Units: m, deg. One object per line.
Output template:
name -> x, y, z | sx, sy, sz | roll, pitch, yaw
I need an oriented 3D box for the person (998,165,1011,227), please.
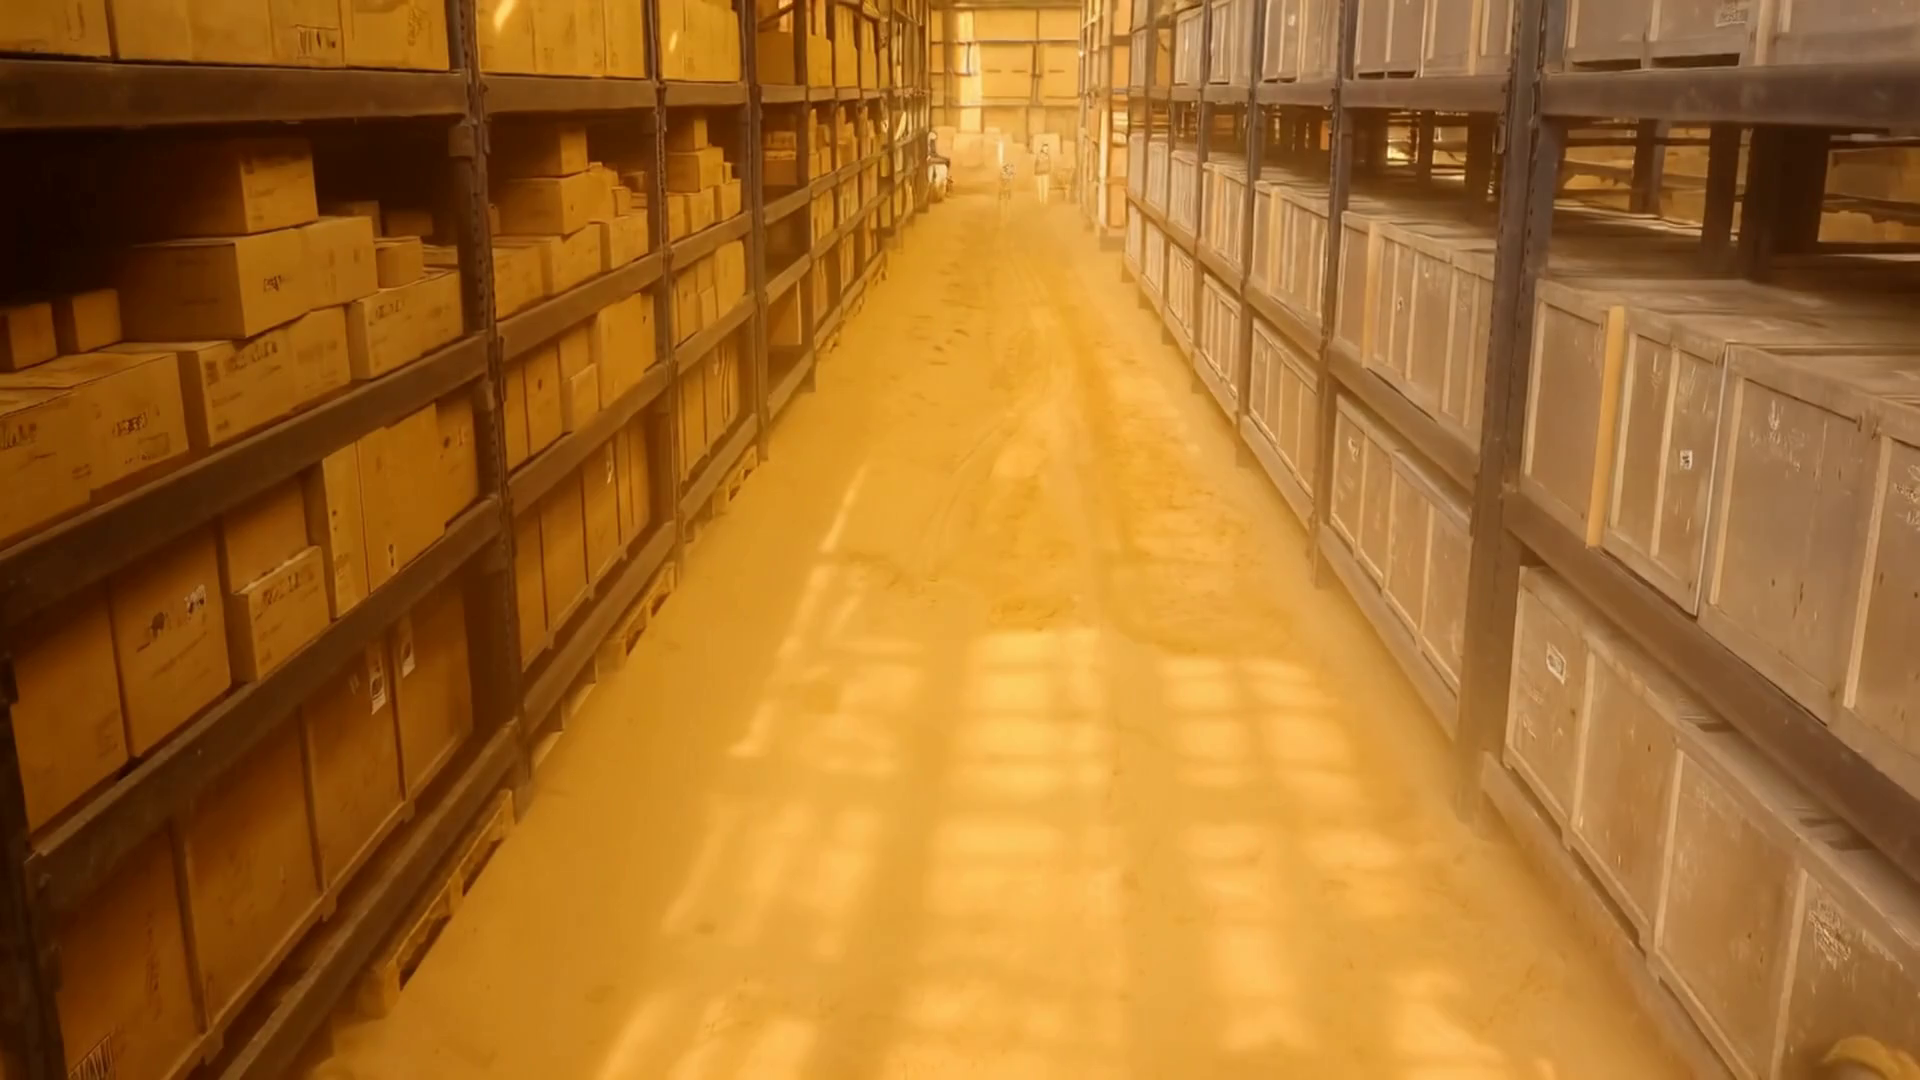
person -> 1.173, -9.114, 44.085 | 0.348, 1.625, 0.564 | 3, 15, 11

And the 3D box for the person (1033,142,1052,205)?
person -> 2.638, -11.718, 53.173 | 0.602, 1.954, 1.030 | 1, 15, 5

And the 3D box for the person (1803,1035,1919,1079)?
person -> 1.775, 1.797, 3.466 | 0.315, 1.635, 0.525 | -14, 21, -43

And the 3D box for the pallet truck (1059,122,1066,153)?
pallet truck -> 5.788, -21.111, 88.014 | 1.885, 1.965, 0.823 | 5, 16, 18
